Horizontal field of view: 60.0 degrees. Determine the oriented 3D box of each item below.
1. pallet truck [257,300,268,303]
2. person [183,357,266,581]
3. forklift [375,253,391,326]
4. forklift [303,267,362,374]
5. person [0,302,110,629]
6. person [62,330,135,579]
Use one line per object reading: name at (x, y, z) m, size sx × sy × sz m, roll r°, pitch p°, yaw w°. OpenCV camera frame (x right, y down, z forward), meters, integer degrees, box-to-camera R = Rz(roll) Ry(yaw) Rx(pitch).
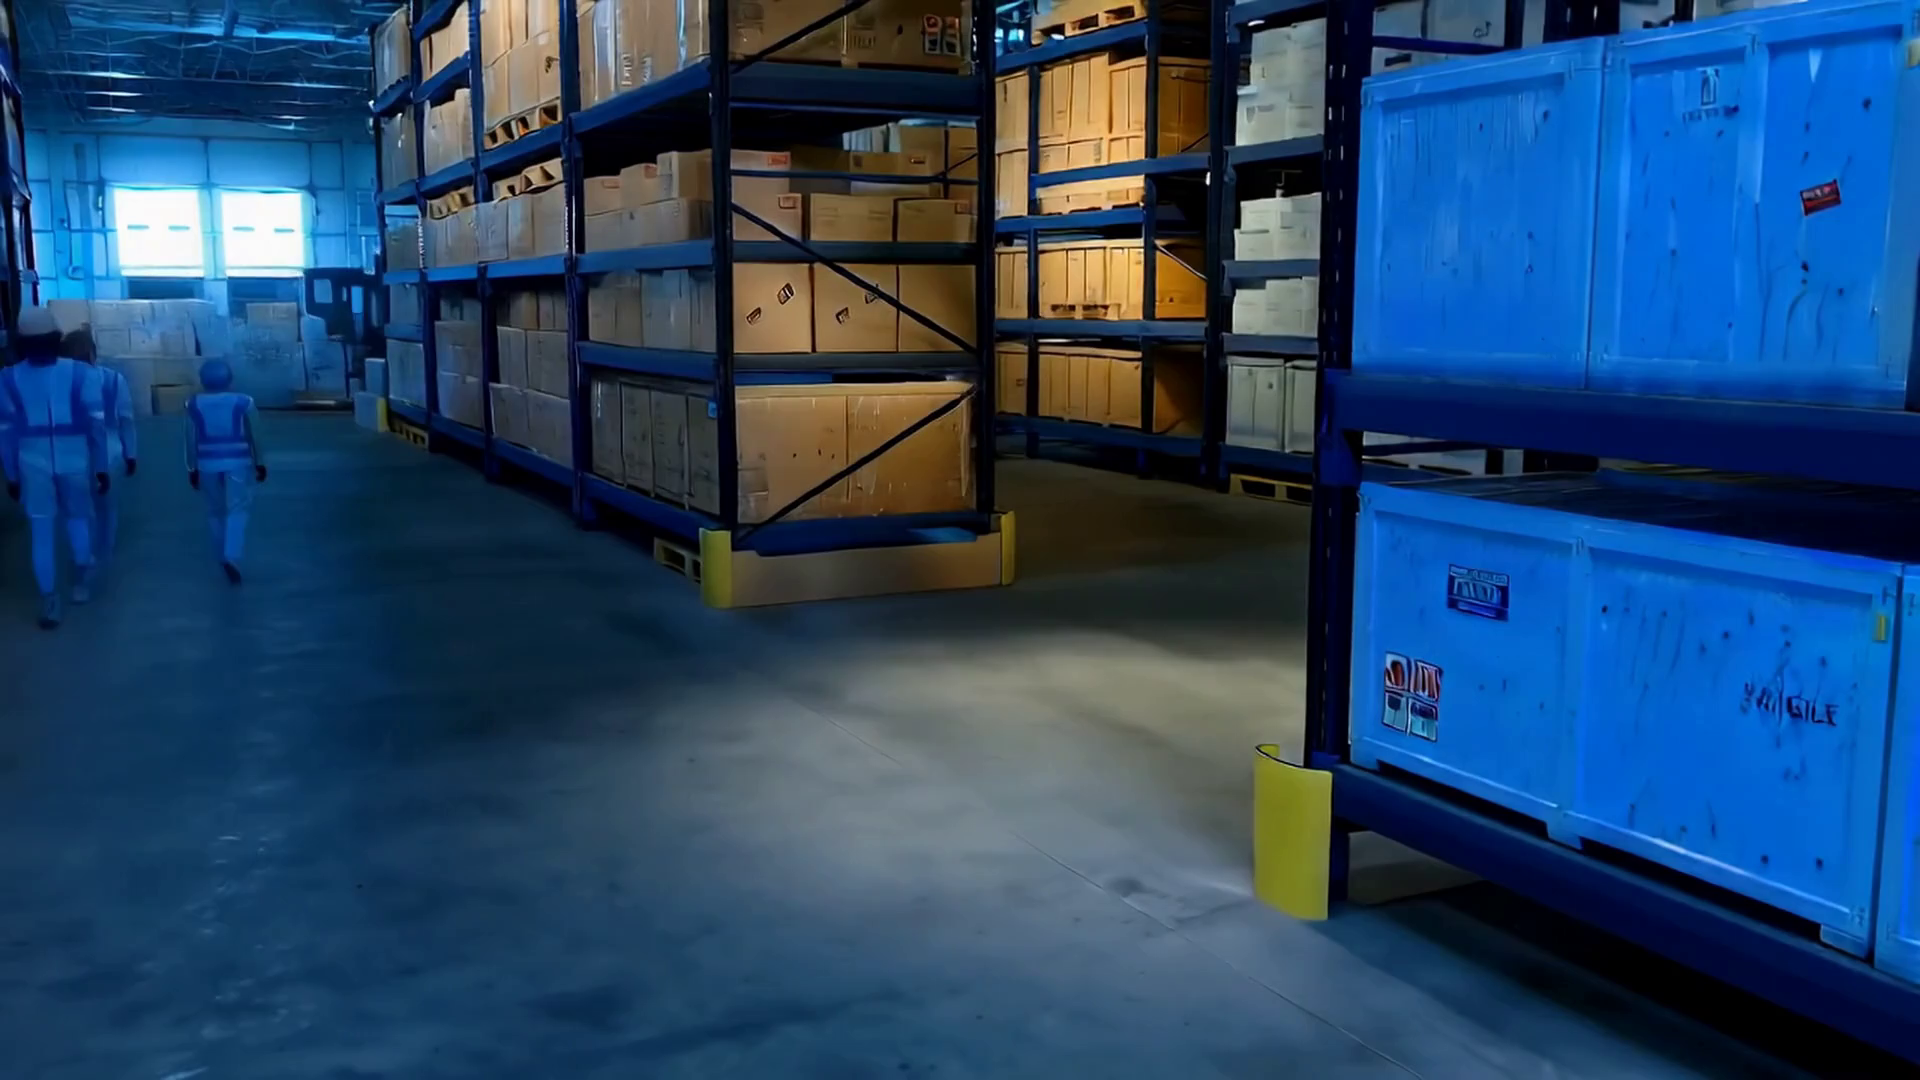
pallet truck at (-23.913, -7.404, 58.171) m, size 1.885 × 1.965 × 0.823 m, roll -1°, pitch 8°, yaw -9°
person at (-5.327, -0.519, 12.026) m, size 0.519 × 1.608 × 0.762 m, roll -2°, pitch 8°, yaw -10°
forklift at (-9.893, -3.687, 29.516) m, size 1.129 × 2.768 × 1.873 m, roll 6°, pitch 10°, yaw 37°
forklift at (-16.290, -5.598, 42.694) m, size 1.129 × 2.768 × 1.873 m, roll 1°, pitch 8°, yaw 7°
person at (-5.732, -0.495, 10.520) m, size 0.612 × 2.010 × 0.951 m, roll -4°, pitch 9°, yaw -28°
person at (-6.445, -0.651, 12.300) m, size 0.625 × 1.808 × 0.910 m, roll -4°, pitch 9°, yaw -26°
